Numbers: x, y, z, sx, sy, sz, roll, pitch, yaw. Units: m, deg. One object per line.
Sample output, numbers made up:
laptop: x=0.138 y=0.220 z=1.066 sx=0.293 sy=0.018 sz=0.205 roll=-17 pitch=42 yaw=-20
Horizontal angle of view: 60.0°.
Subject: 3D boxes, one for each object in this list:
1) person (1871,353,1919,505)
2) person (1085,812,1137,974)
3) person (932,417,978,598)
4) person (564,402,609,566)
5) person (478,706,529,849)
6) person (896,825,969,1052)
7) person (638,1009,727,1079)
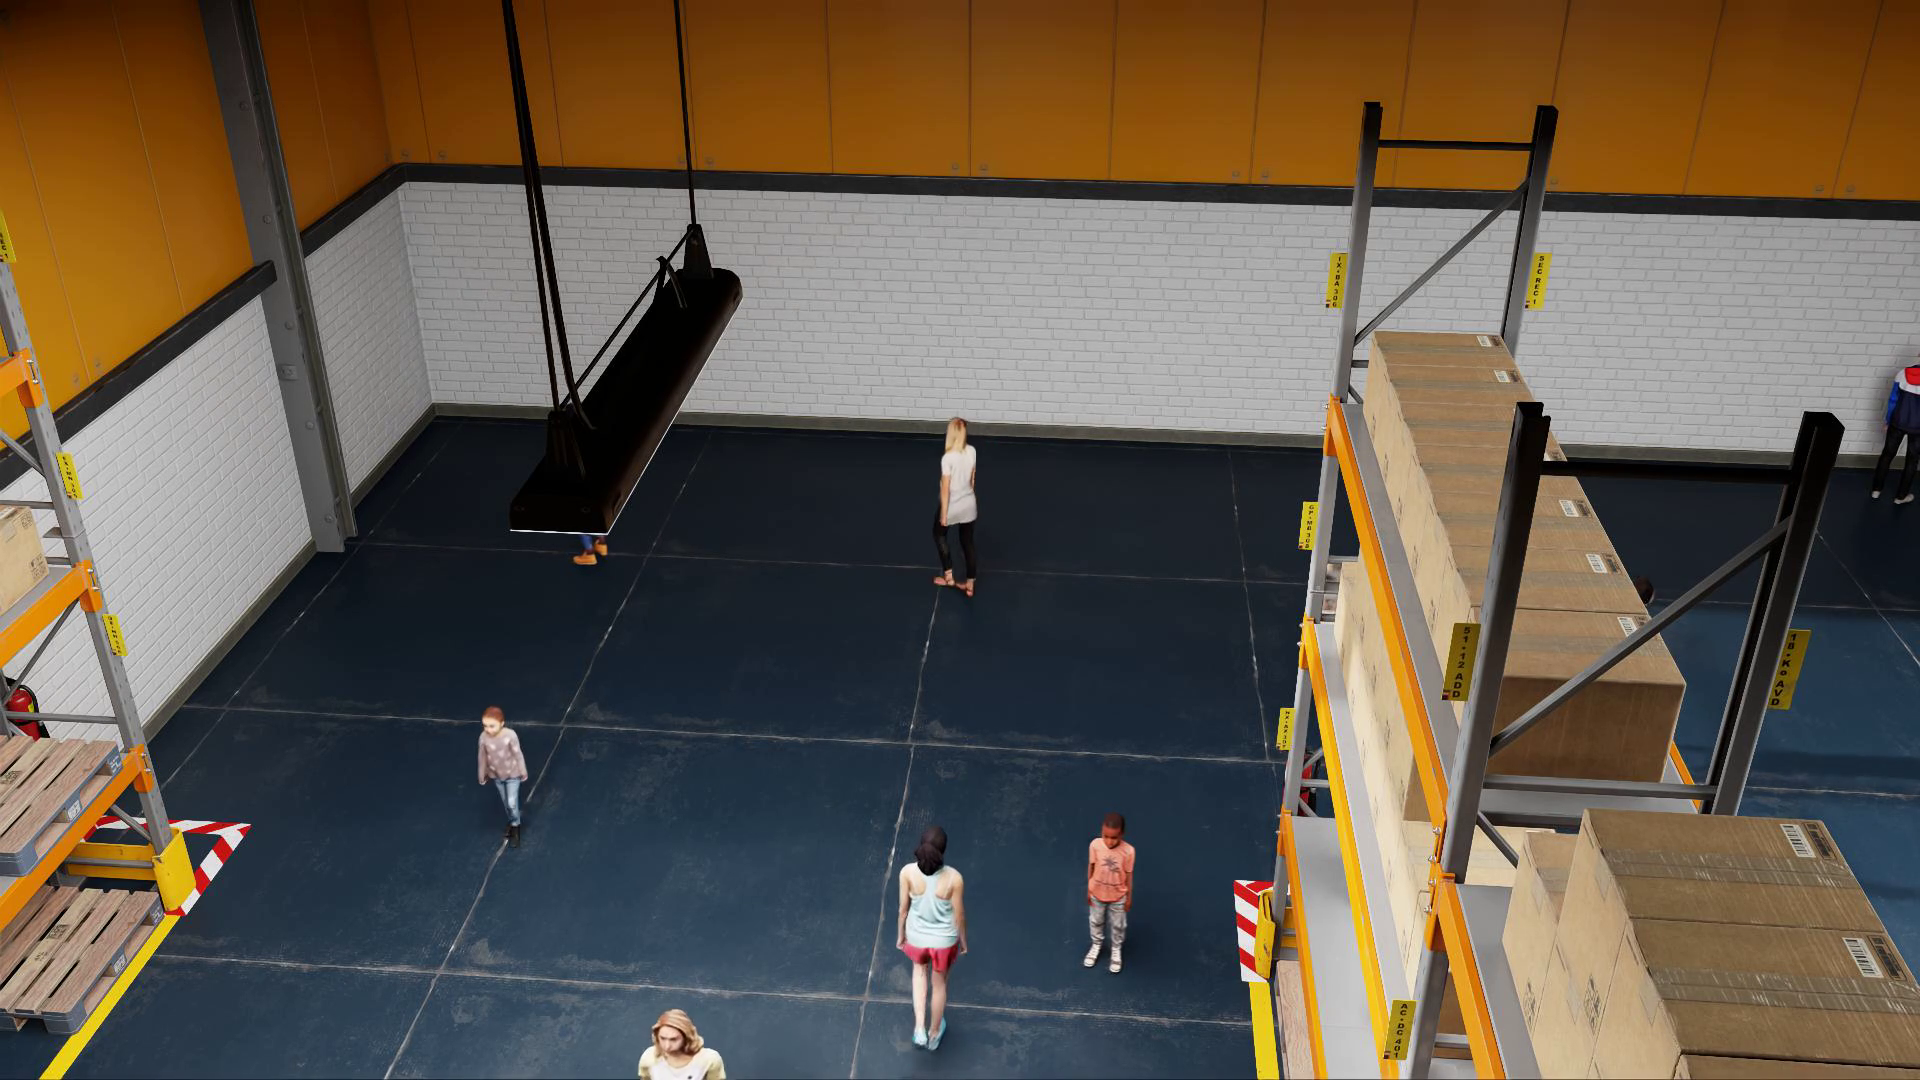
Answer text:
person: x=10.030 y=-1.237 z=17.582 sx=0.759 sy=1.756 sz=0.716 roll=-25 pitch=37 yaw=-38
person: x=1.028 y=2.386 z=11.412 sx=0.511 sy=1.306 sz=0.531 roll=10 pitch=30 yaw=17
person: x=0.048 y=-0.266 z=15.747 sx=0.803 sy=1.809 sz=0.864 roll=-22 pitch=36 yaw=-35
person: x=-3.717 y=-0.572 z=16.409 sx=0.735 sy=1.713 sz=0.575 roll=13 pitch=31 yaw=22
person: x=-3.463 y=1.738 z=12.726 sx=0.508 sy=1.184 sz=0.578 roll=4 pitch=29 yaw=7
person: x=-0.198 y=2.594 z=10.563 sx=0.638 sy=1.753 sz=0.721 roll=5 pitch=29 yaw=10
person: x=-1.532 y=3.251 z=9.439 sx=0.634 sy=1.675 sz=1.080 roll=2 pitch=29 yaw=4
